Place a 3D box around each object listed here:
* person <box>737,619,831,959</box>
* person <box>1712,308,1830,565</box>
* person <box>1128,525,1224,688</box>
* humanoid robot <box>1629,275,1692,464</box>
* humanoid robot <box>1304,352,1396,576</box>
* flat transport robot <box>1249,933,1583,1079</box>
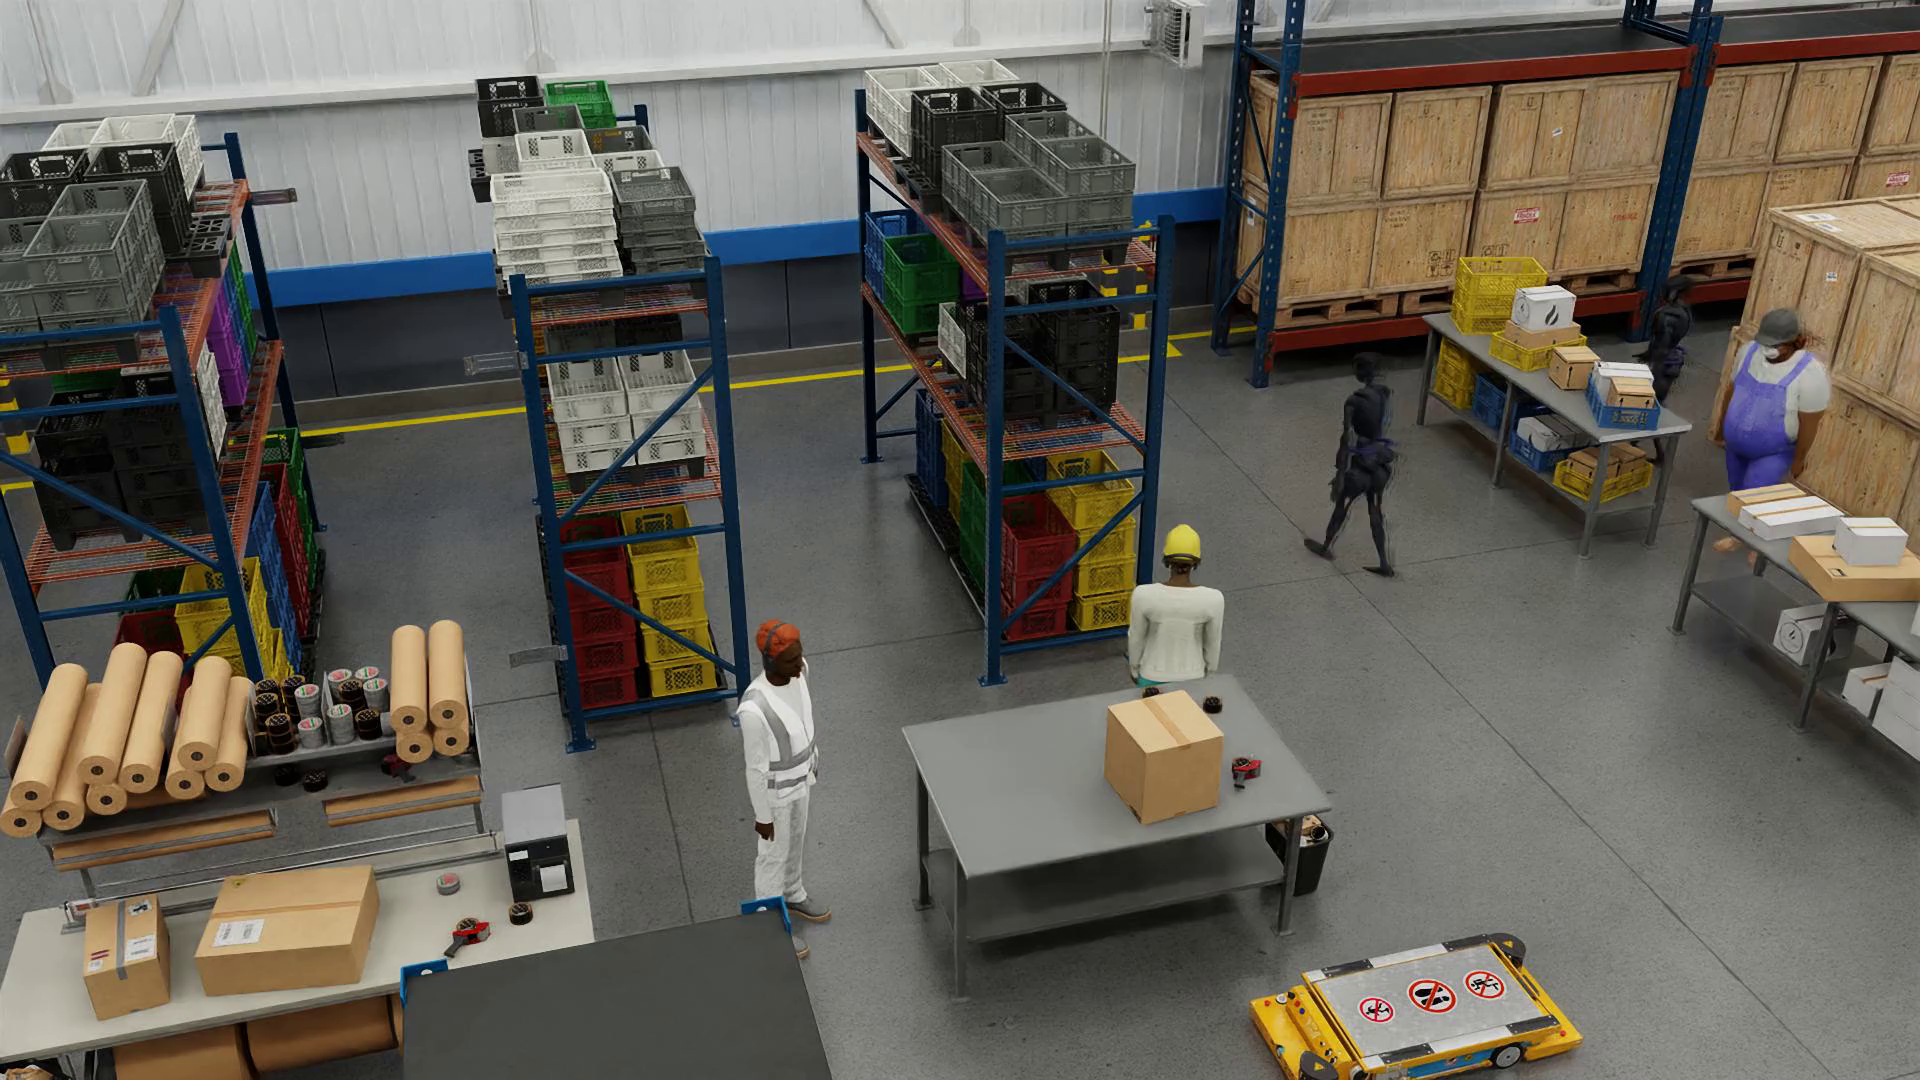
[{"bbox_3d":[-0.875,1.215,8.273,0.339,1.882,0.582,10,30,17],"label":"person"},{"bbox_3d":[5.644,-0.744,11.677,0.630,2.000,0.714,-12,31,-21],"label":"person"},{"bbox_3d":[1.185,0.726,9.302,0.516,1.753,0.359,1,29,1],"label":"person"},{"bbox_3d":[5.542,-1.347,13.162,0.479,1.644,0.698,14,32,24],"label":"humanoid robot"},{"bbox_3d":[2.824,-0.521,11.700,0.638,1.637,0.623,-22,36,-34],"label":"humanoid robot"},{"bbox_3d":[2.184,2.282,7.980,1.431,0.197,0.652,-8,30,-14],"label":"flat transport robot"}]
